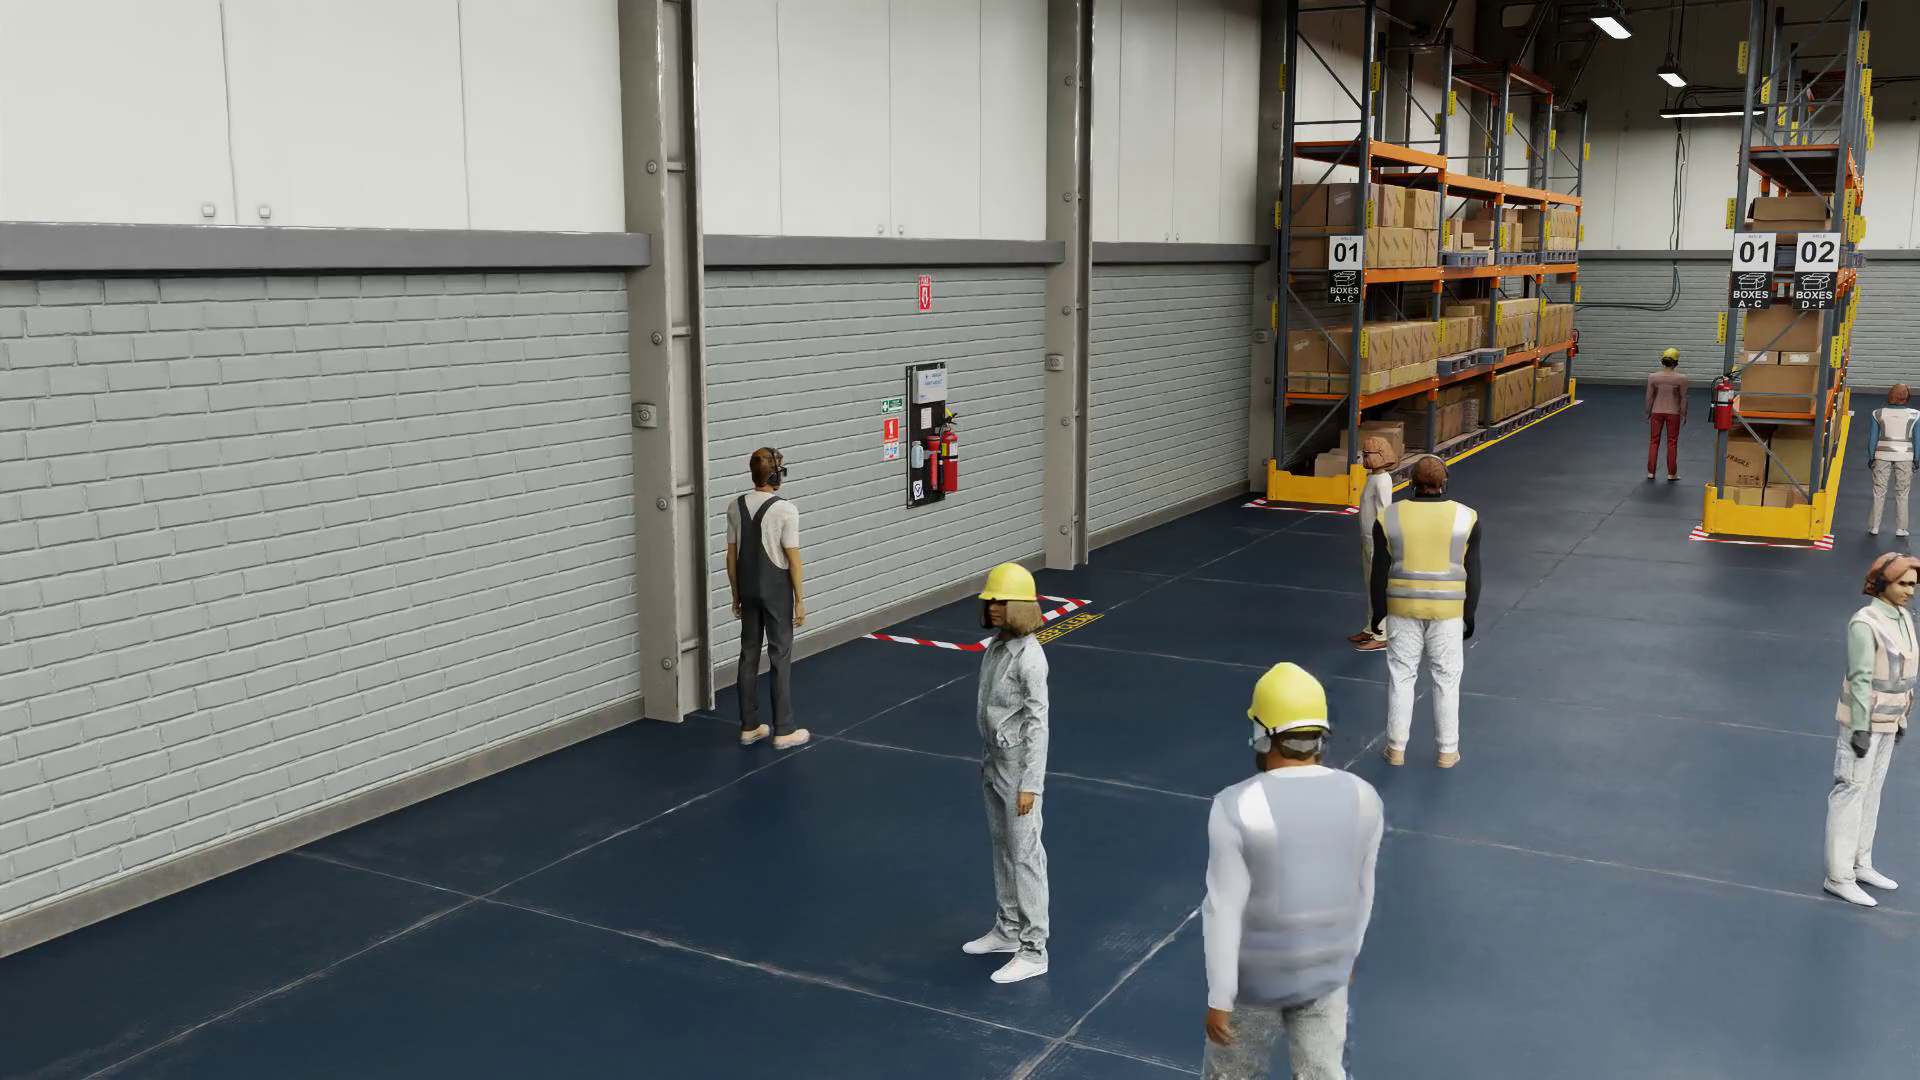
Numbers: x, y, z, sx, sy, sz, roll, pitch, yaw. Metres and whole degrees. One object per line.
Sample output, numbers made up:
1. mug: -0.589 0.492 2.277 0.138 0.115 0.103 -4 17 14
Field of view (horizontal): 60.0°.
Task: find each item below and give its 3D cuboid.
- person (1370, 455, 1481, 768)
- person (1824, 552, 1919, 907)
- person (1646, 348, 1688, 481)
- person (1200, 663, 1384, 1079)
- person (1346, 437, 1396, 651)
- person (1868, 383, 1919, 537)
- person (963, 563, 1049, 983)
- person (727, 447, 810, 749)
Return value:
1. person: 2.723 0.420 9.762 0.622 1.845 0.430 3 10 15
2. person: 4.261 0.865 7.758 0.513 1.638 0.313 -9 13 -41
3. person: 9.465 -1.679 22.277 0.534 1.765 0.323 7 12 37
4. person: 0.937 1.244 5.073 0.616 1.789 0.891 -3 10 -19
5. person: 3.147 0.027 12.676 0.281 1.633 0.500 1 10 3
6. person: 9.981 -0.848 17.777 0.514 1.641 0.307 6 11 32
7. person: 0.199 0.955 6.914 0.290 1.745 0.493 -4 10 -20
8. person: -1.179 0.352 10.148 0.511 1.844 0.328 5 11 27
